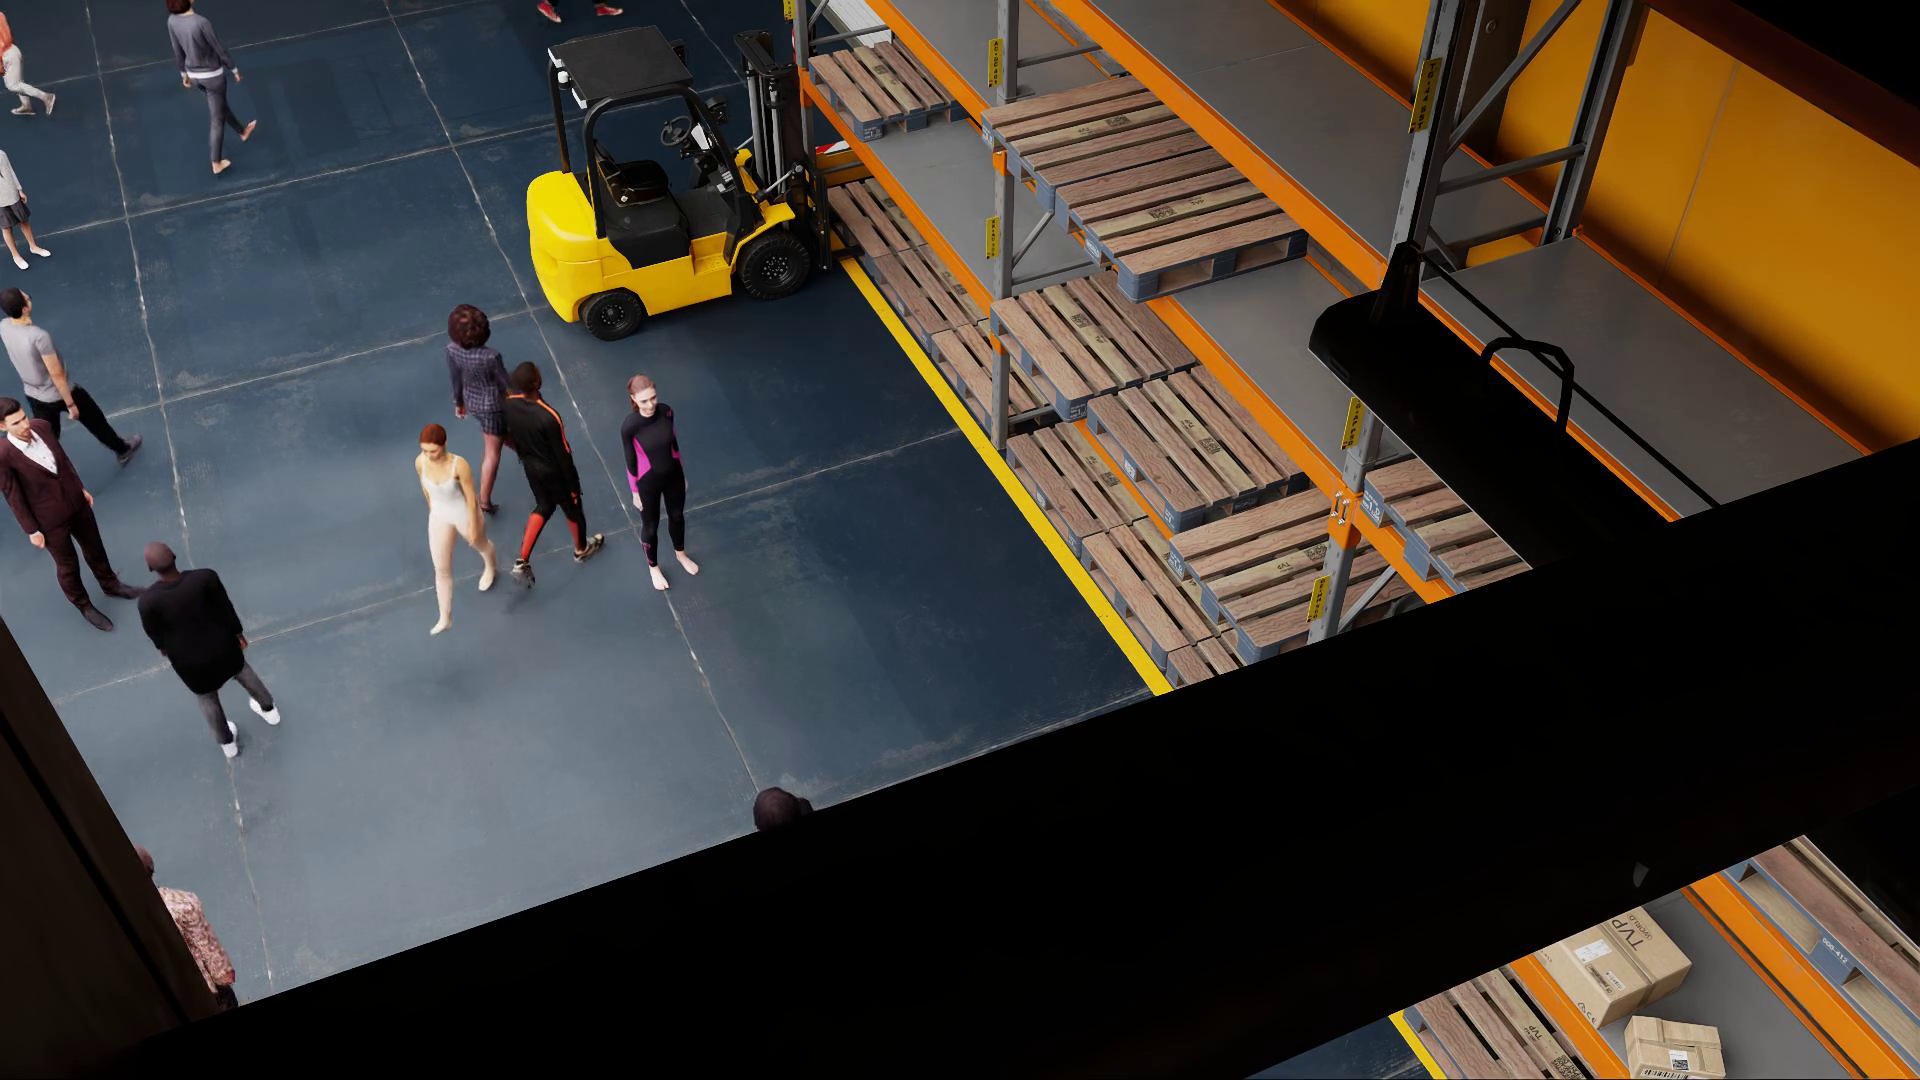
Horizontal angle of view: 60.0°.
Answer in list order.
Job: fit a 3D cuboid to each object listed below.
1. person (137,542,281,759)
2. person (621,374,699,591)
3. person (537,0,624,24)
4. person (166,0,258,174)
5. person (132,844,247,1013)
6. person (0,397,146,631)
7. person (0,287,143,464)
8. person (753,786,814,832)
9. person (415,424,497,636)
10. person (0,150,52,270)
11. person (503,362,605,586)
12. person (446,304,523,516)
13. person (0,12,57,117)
[{"bbox_3d":[-4.645,0.715,10.165,0.745,1.755,0.756,-27,50,-25],"label":"person"},{"bbox_3d":[-2.054,-0.414,11.353,0.621,1.750,0.612,-28,50,-27],"label":"person"},{"bbox_3d":[-4.159,-6.286,17.528,0.946,1.734,1.150,-4,44,-4],"label":"person"},{"bbox_3d":[-7.005,-4.237,15.387,1.068,1.720,1.183,10,45,11],"label":"person"},{"bbox_3d":[-4.010,2.270,8.510,0.881,1.784,1.061,-6,44,-6],"label":"person"},{"bbox_3d":[-6.007,-0.213,11.059,0.835,1.865,0.773,14,45,14],"label":"person"},{"bbox_3d":[-6.619,-1.014,12.007,1.144,1.717,1.217,13,45,13],"label":"person"},{"bbox_3d":[-0.846,1.884,9.052,1.041,1.596,0.961,16,46,16],"label":"person"},{"bbox_3d":[-3.367,-0.203,11.238,0.927,1.602,1.108,6,44,6],"label":"person"},{"bbox_3d":[-8.283,-2.978,14.388,0.642,1.276,0.597,24,49,23],"label":"person"},{"bbox_3d":[-2.867,-0.421,11.332,1.064,1.789,1.072,20,47,20],"label":"person"},{"bbox_3d":[-3.418,-0.879,11.914,1.088,1.649,1.086,19,47,19],"label":"person"},{"bbox_3d":[-9.213,-4.711,16.190,0.704,1.299,0.748,-2,44,-2],"label":"person"}]
